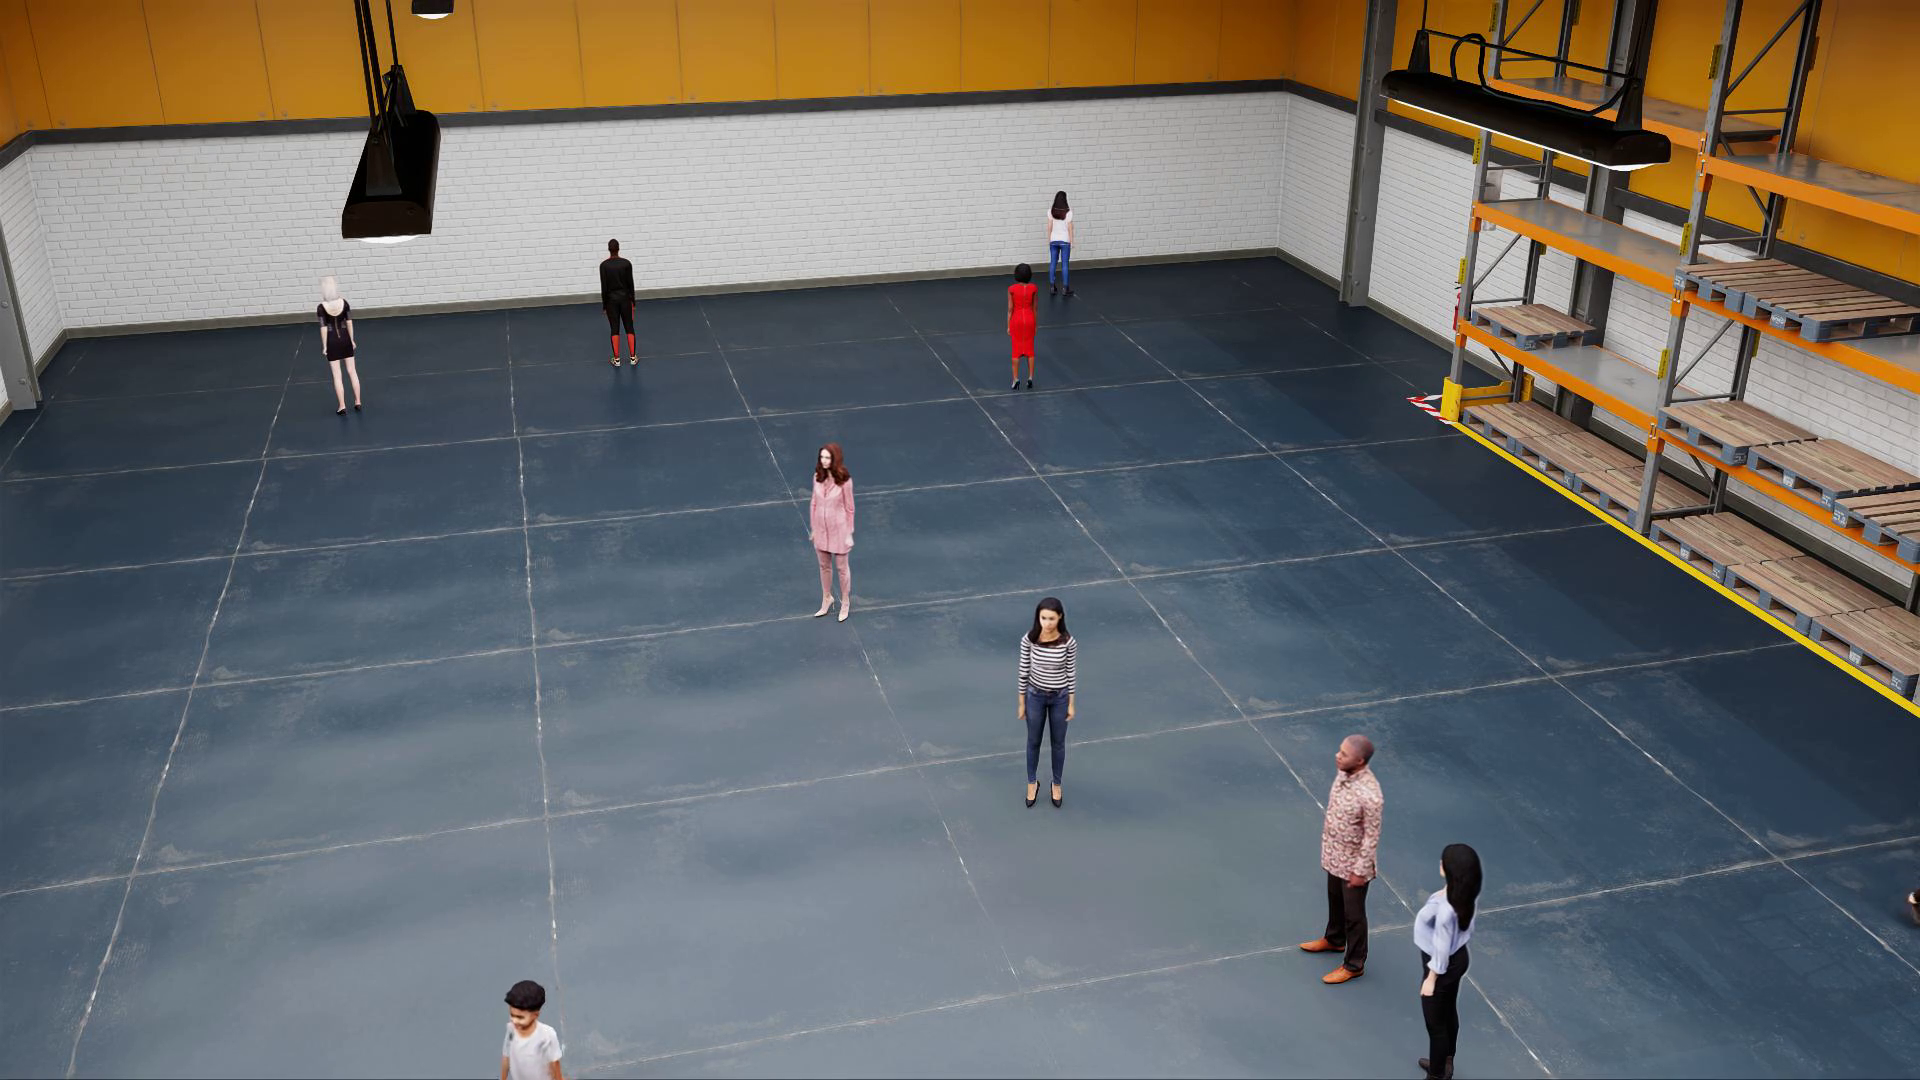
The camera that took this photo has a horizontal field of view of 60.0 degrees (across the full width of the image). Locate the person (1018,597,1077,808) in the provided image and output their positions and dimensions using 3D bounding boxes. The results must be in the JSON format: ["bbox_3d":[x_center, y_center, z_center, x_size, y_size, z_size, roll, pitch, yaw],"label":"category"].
[{"bbox_3d":[0.679,1.260,12.910,0.635,1.797,0.583,1,24,3],"label":"person"}]

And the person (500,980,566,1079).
[{"bbox_3d":[-2.401,3.039,9.553,0.810,1.225,0.914,10,25,21],"label":"person"}]

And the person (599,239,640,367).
[{"bbox_3d":[-4.814,-3.363,23.472,0.615,1.808,0.518,-7,24,-15],"label":"person"}]

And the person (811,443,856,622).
[{"bbox_3d":[-1.212,-0.091,15.995,0.686,1.802,0.736,12,26,25],"label":"person"}]

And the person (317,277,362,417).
[{"bbox_3d":[-8.032,-2.519,21.514,0.652,1.830,0.647,-20,30,-37],"label":"person"}]

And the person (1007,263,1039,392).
[{"bbox_3d":[0.847,-2.882,22.451,0.578,1.744,0.511,-4,24,-10],"label":"person"}]

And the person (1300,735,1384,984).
[{"bbox_3d":[2.588,2.080,11.020,0.755,1.808,0.524,-5,24,-11],"label":"person"}]

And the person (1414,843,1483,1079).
[{"bbox_3d":[2.903,2.575,9.967,0.776,1.743,0.733,15,28,31],"label":"person"}]

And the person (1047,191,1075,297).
[{"bbox_3d":[1.619,-4.792,26.893,0.678,1.684,0.731,12,26,26],"label":"person"}]
